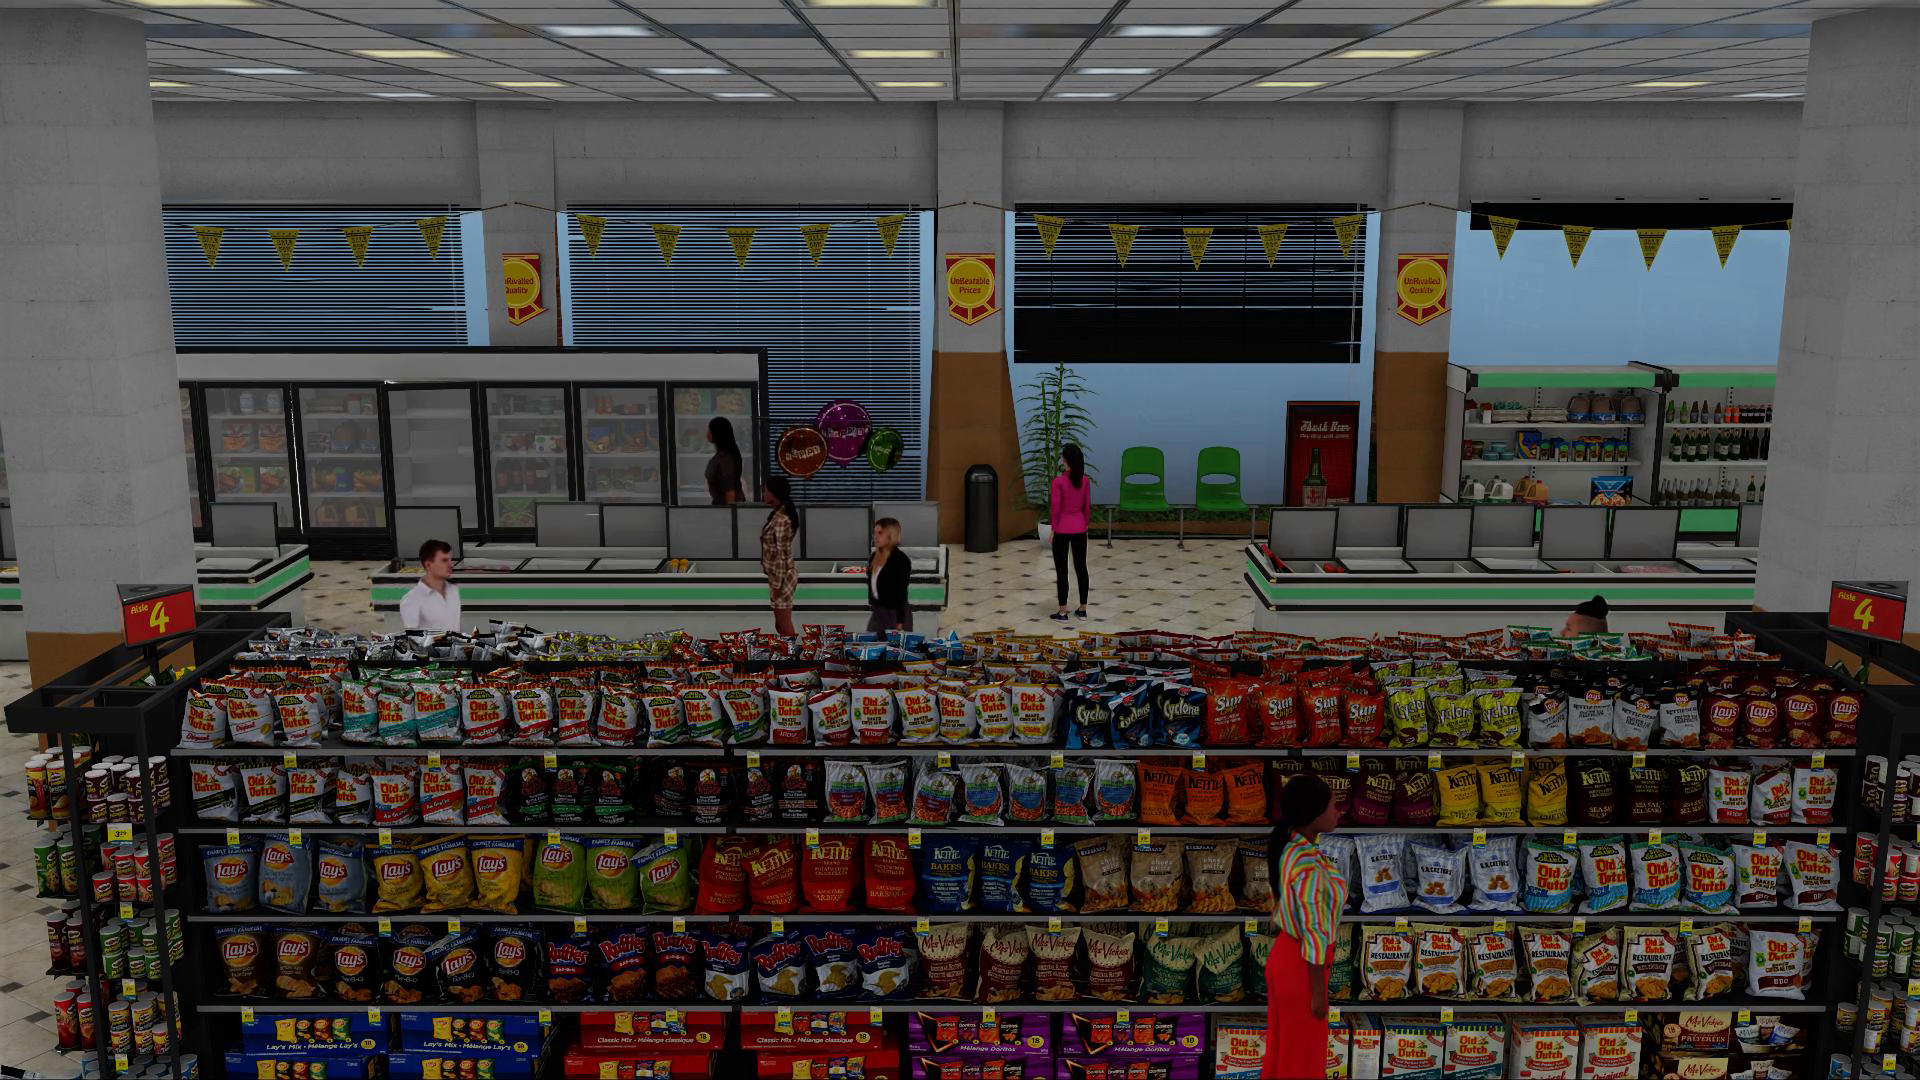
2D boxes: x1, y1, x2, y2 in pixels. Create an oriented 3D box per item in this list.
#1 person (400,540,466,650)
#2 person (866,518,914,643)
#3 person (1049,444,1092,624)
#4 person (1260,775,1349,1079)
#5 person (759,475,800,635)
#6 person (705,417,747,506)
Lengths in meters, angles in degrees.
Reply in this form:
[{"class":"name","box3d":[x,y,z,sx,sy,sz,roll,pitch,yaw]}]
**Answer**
[{"class":"person","box3d":[-3.465,0.906,10.819,0.807,1.838,0.786,5,13,21]},{"class":"person","box3d":[-0.447,0.640,12.523,0.718,1.657,0.783,10,16,40]},{"class":"person","box3d":[1.048,-0.069,15.787,0.644,1.699,0.742,-6,13,-26]},{"class":"person","box3d":[1.359,1.798,6.693,0.564,1.793,0.620,-2,12,-8]},{"class":"person","box3d":[-1.453,0.351,13.563,0.534,1.793,0.577,0,12,-2]},{"class":"person","box3d":[-2.220,-0.304,16.668,1.085,1.796,0.700,1,12,3]}]
